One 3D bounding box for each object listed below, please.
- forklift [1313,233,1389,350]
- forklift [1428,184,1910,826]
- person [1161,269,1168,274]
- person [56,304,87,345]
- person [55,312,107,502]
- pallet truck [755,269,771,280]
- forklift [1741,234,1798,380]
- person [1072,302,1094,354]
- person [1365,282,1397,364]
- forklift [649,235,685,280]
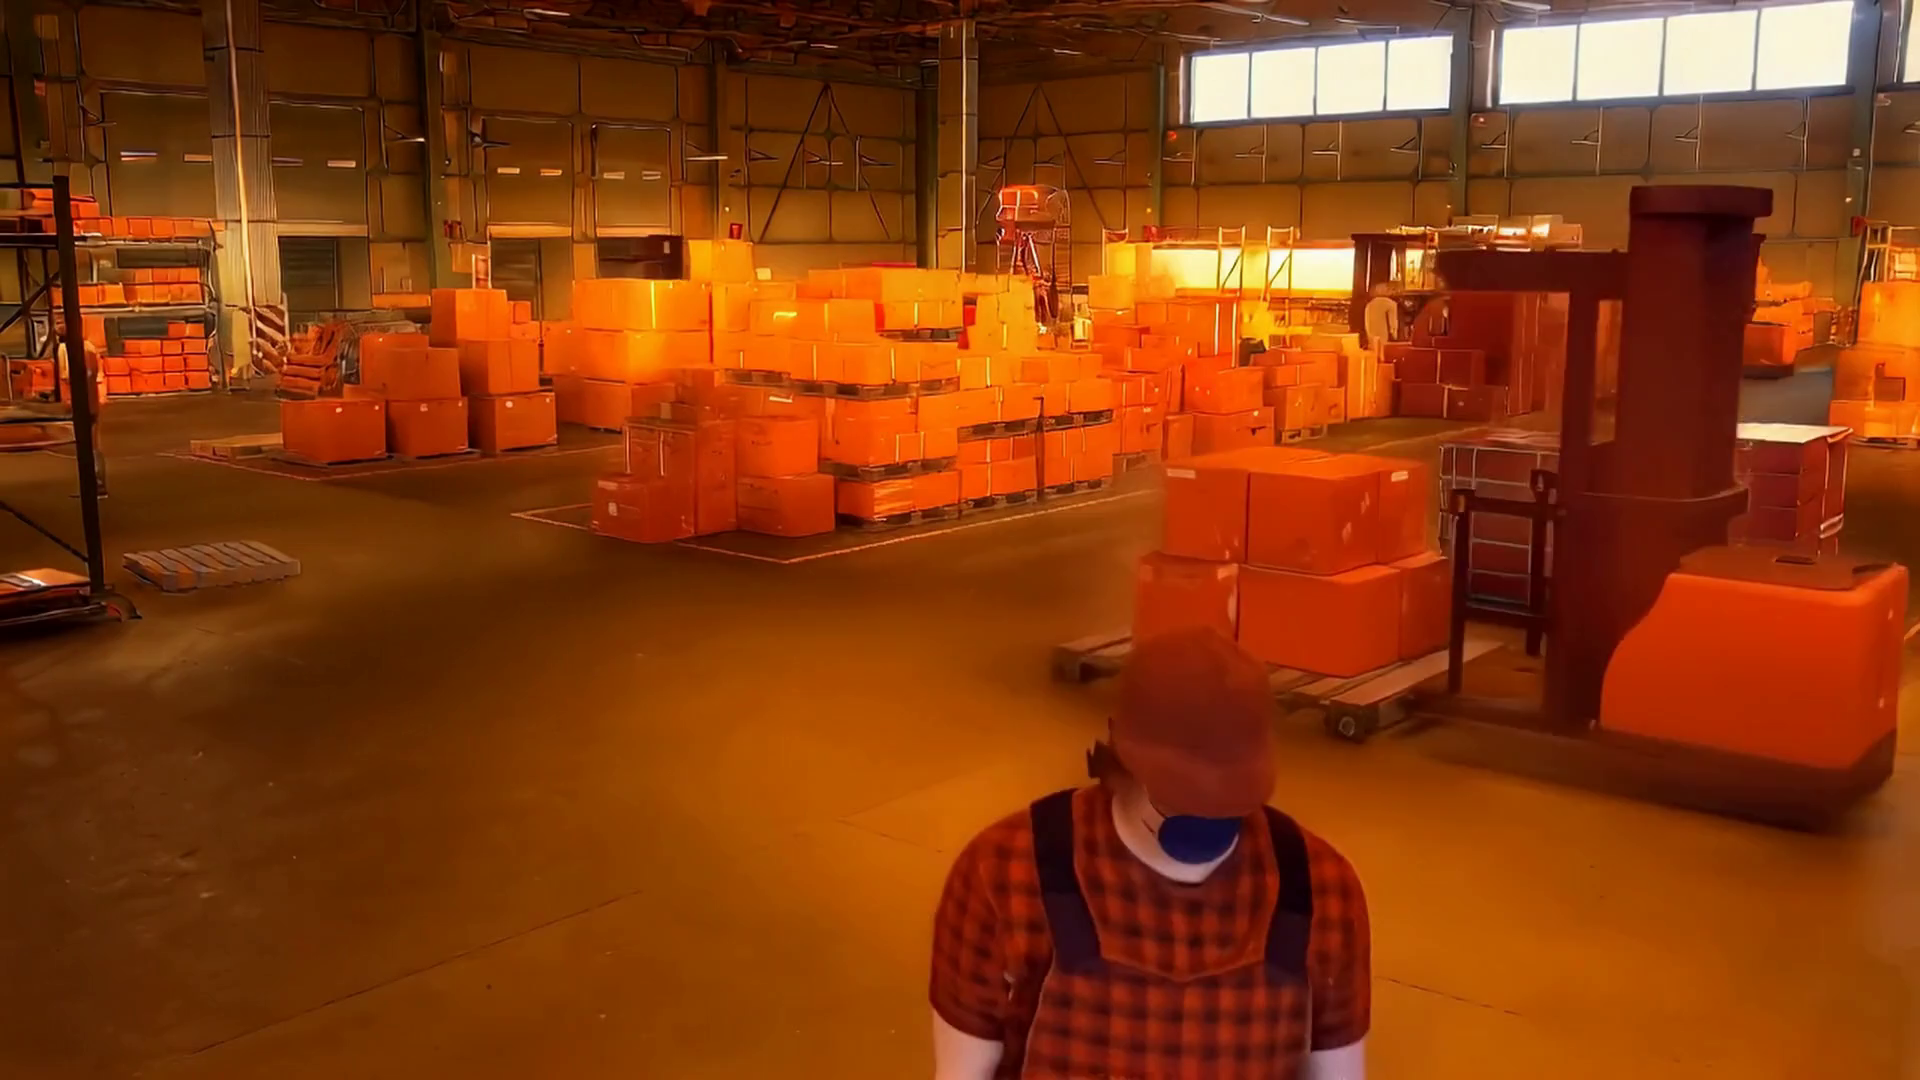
[{"bbox_3d":[7.900,-4.533,32.202,1.873,2.768,1.129,8,13,40],"label":"forklift"},{"bbox_3d":[3.412,-0.263,7.888,1.873,2.768,1.129,8,13,40],"label":"forklift"},{"bbox_3d":[6.018,-7.065,49.303,0.364,1.936,0.635,0,10,0],"label":"person"},{"bbox_3d":[-16.817,-3.902,31.488,0.545,1.884,1.009,-8,13,-38],"label":"person"},{"bbox_3d":[-8.892,-1.344,16.822,0.591,1.909,0.409,7,12,33],"label":"person"},{"bbox_3d":[-4.996,-6.432,45.525,1.885,1.965,0.823,-6,12,-32],"label":"pallet truck"},{"bbox_3d":[15.275,-4.580,32.471,1.873,2.768,1.129,8,13,40],"label":"forklift"},{"bbox_3d":[2.094,-3.229,28.311,0.310,1.640,0.514,-8,12,-37],"label":"person"},{"bbox_3d":[7.550,-3.645,29.826,0.355,1.938,0.637,-8,13,-39],"label":"person"},{"bbox_3d":[-6.398,-5.293,36.529,1.873,2.768,1.129,-9,13,-42],"label":"forklift"}]
